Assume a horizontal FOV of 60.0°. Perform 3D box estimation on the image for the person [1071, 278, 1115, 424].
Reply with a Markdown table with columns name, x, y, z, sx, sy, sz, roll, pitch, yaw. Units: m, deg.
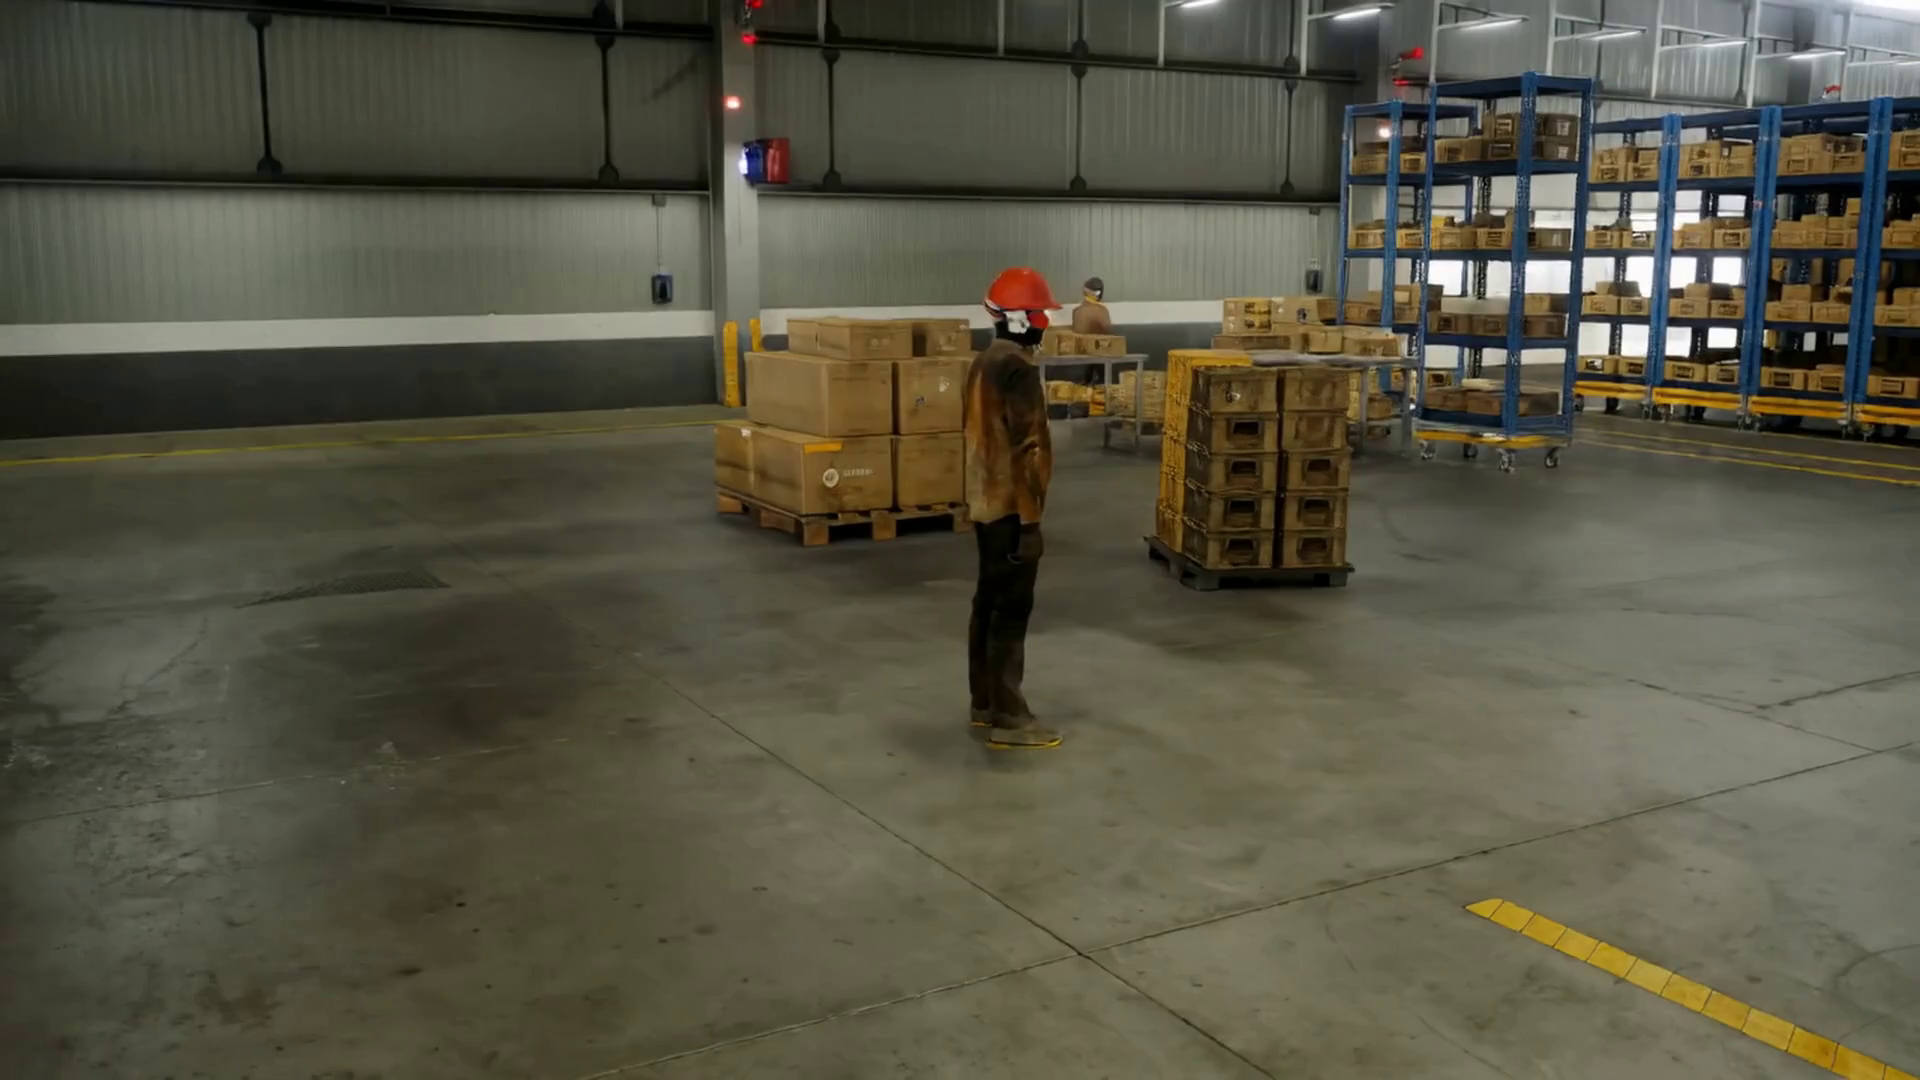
| name | x | y | z | sx | sy | sz | roll | pitch | yaw |
| --- | --- | --- | --- | --- | --- | --- | --- | --- | --- |
| person | 1.527 | -2.222 | 19.582 | 0.888 | 1.714 | 0.579 | -8 | 13 | -40 |

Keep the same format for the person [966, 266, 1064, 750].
| name | x | y | z | sx | sy | sz | roll | pitch | yaw |
| --- | --- | --- | --- | --- | --- | --- | --- | --- | --- |
| person | 0.221 | -0.132 | 6.924 | 0.391 | 1.992 | 0.623 | -3 | 10 | -17 |
